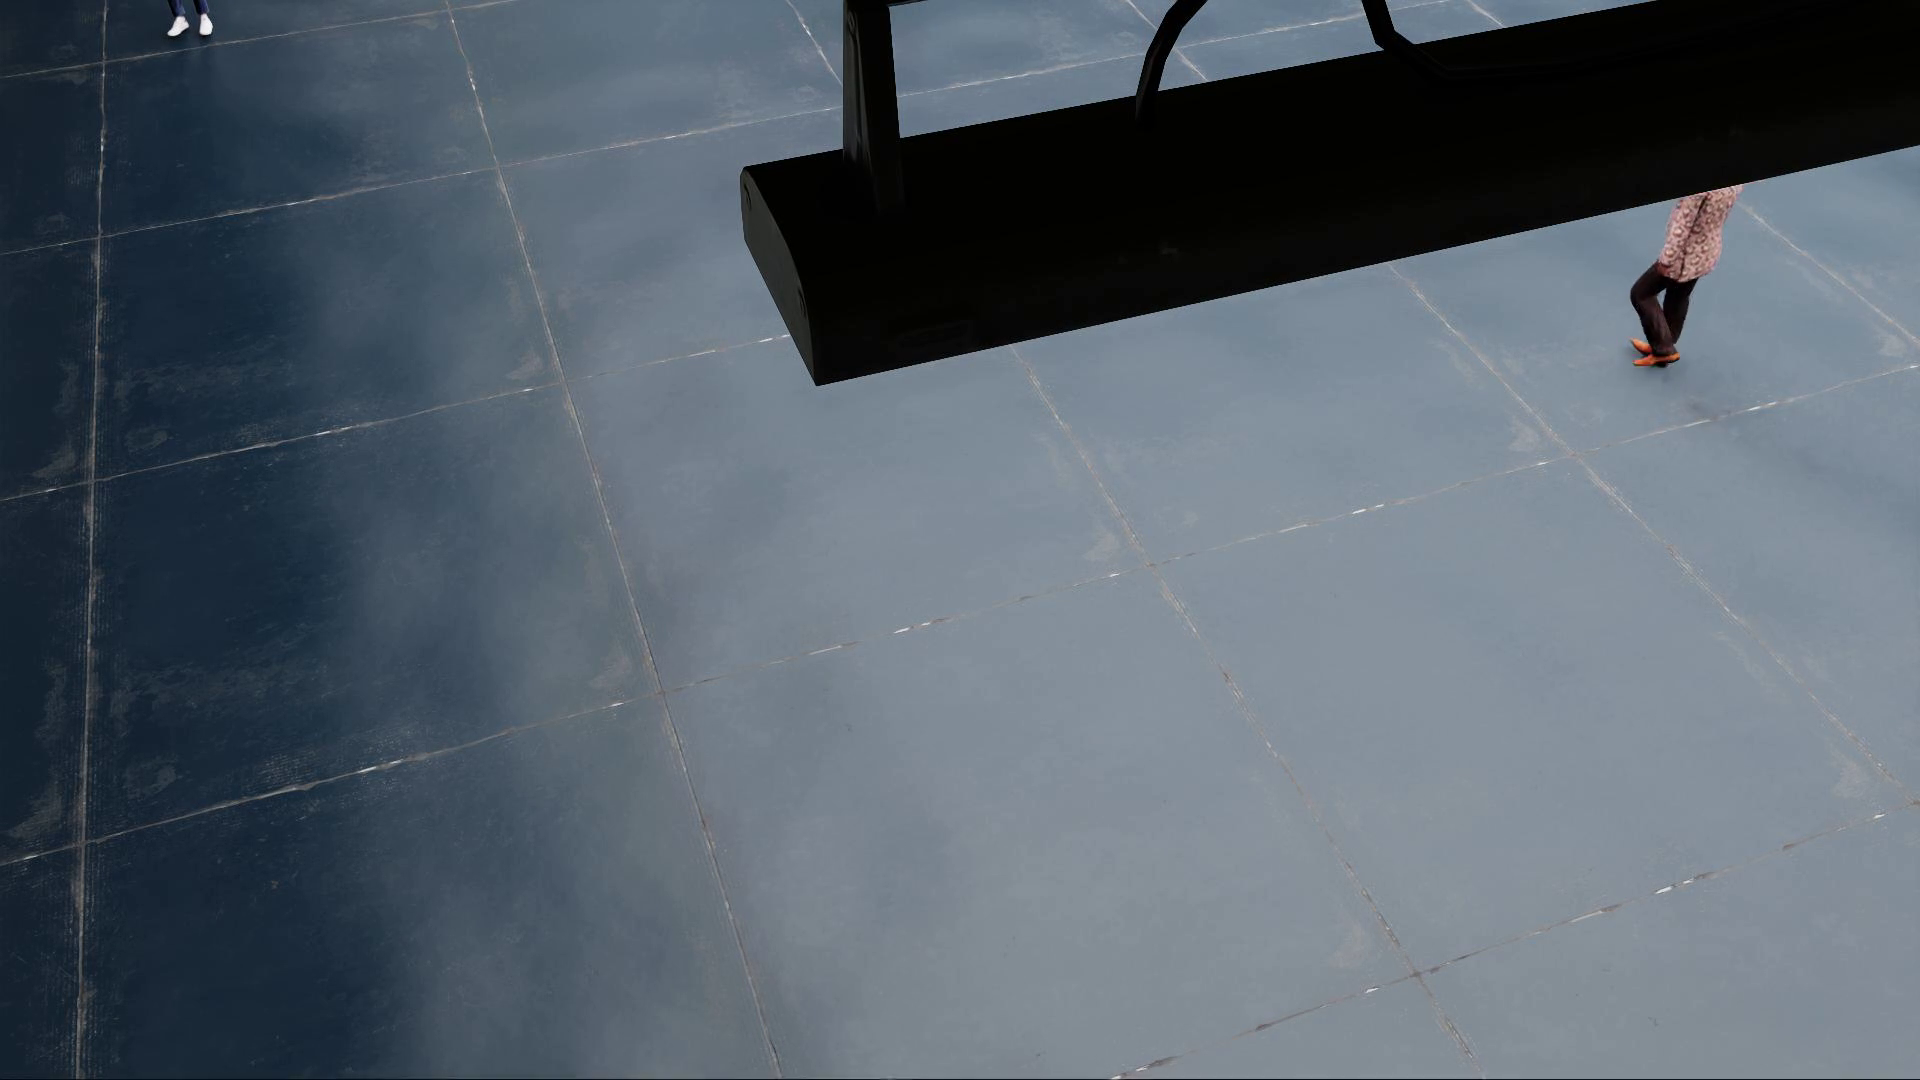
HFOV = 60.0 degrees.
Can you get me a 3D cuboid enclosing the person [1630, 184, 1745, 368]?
[{"bbox_3d":[4.783,-1.827,10.796,0.777,1.790,0.751,-24,48,-23],"label":"person"}]
